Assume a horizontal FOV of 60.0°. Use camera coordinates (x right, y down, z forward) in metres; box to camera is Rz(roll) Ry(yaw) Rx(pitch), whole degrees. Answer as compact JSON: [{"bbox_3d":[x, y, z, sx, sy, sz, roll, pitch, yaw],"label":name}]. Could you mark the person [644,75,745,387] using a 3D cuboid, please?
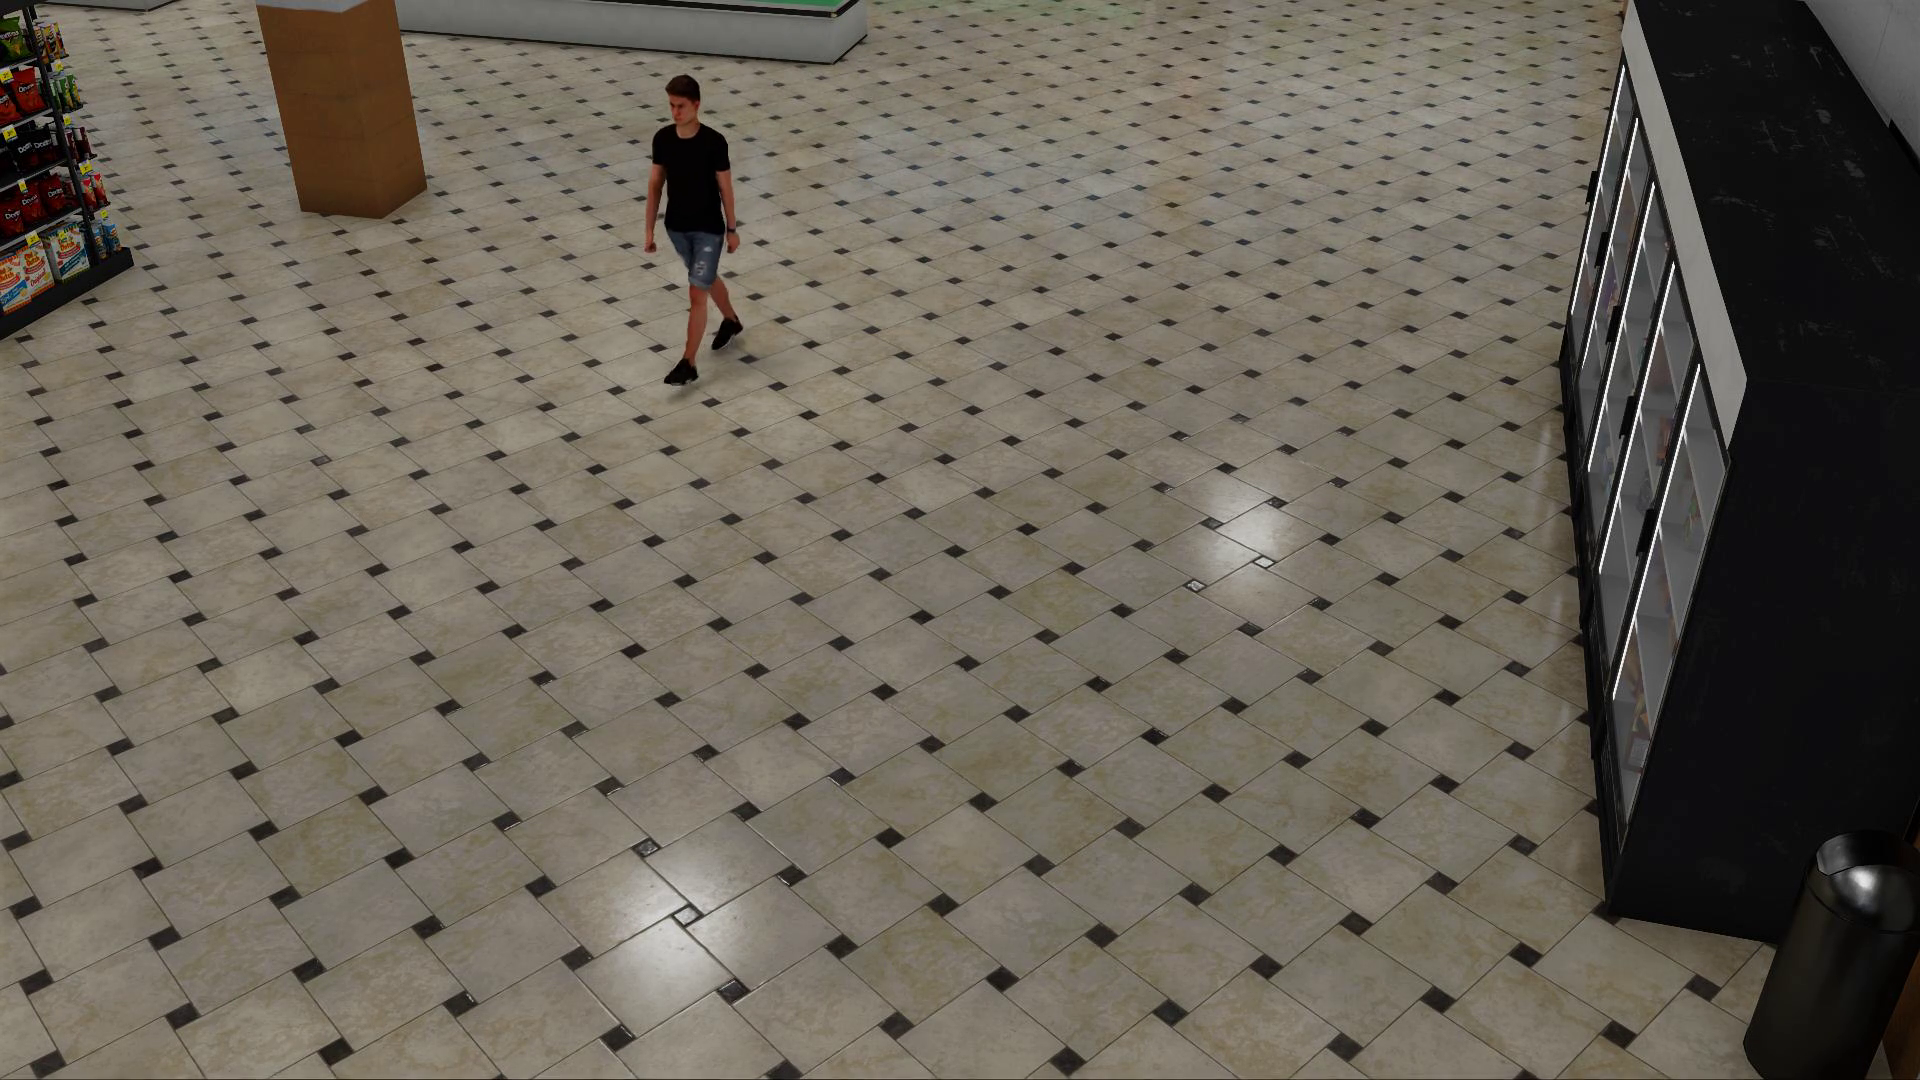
[{"bbox_3d":[-1.558,-1.916,10.135,1.180,1.801,0.867,13,34,19],"label":"person"}]
